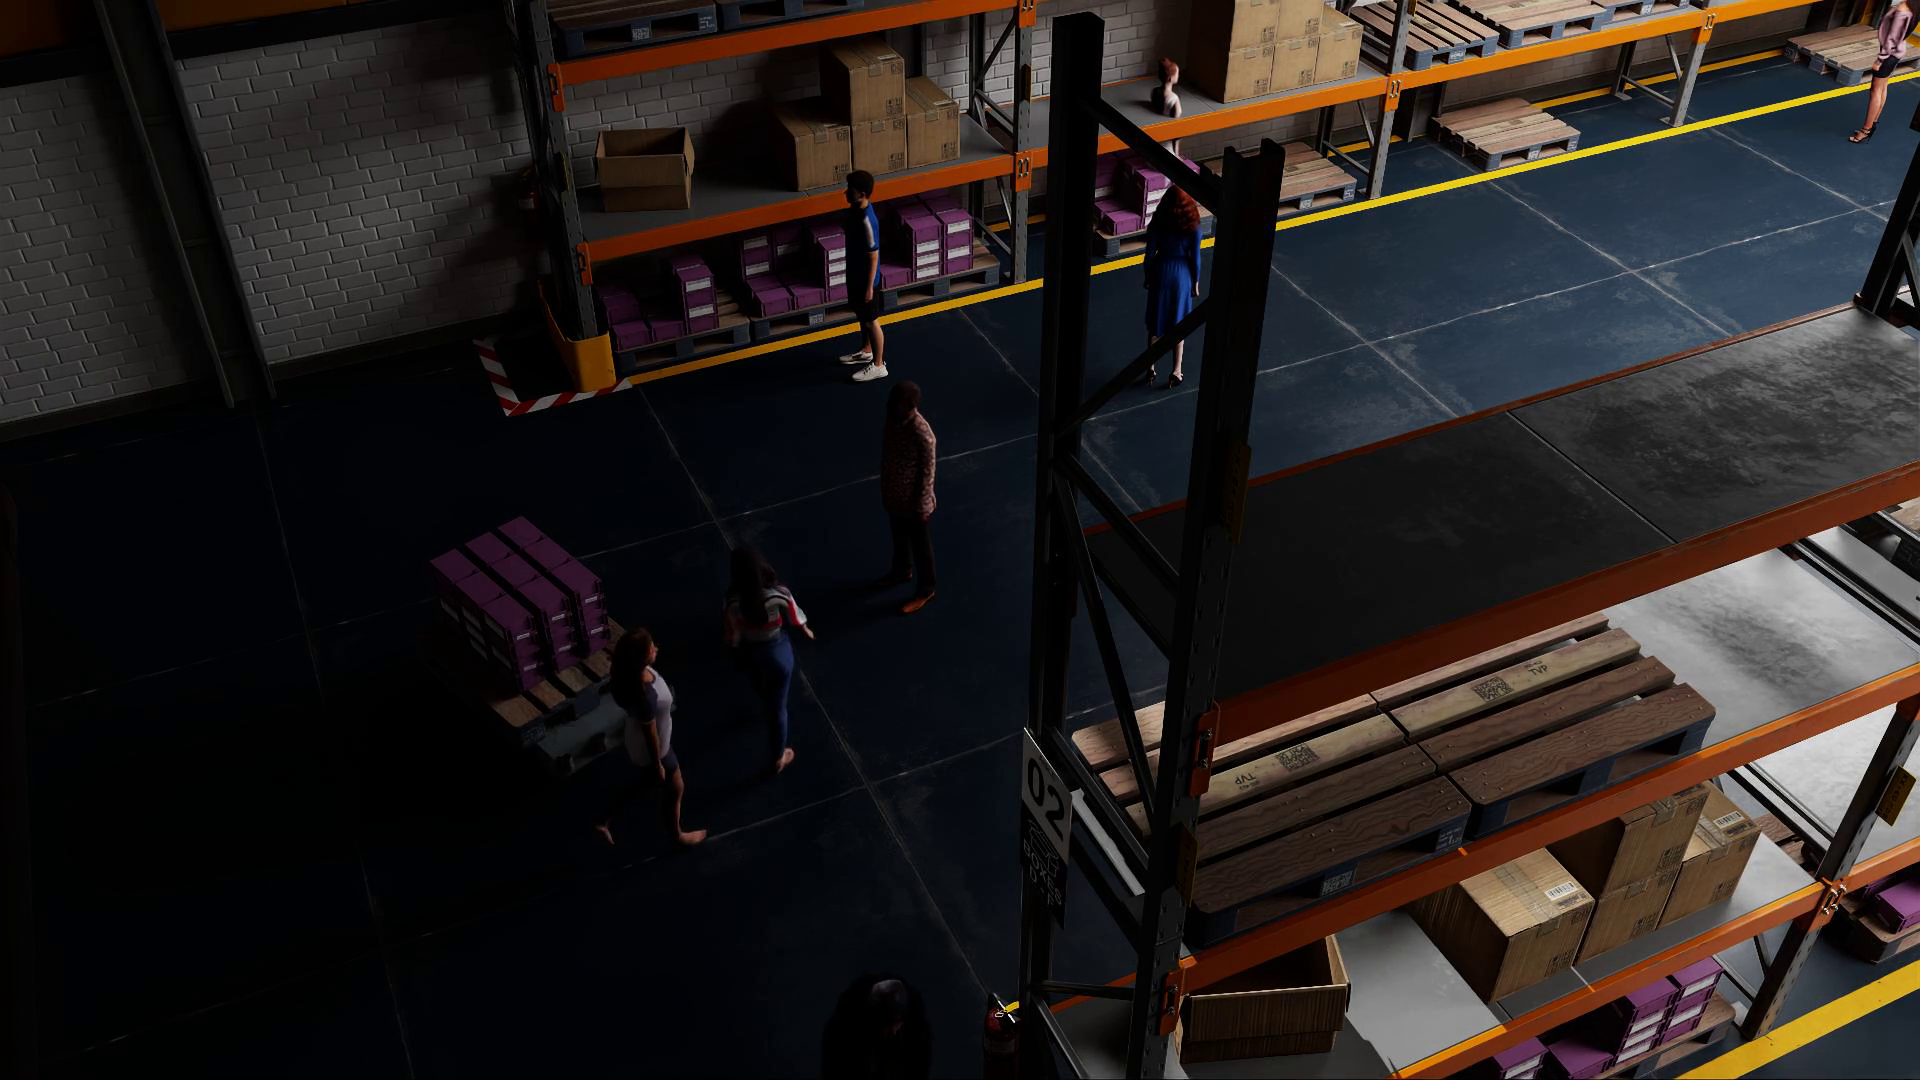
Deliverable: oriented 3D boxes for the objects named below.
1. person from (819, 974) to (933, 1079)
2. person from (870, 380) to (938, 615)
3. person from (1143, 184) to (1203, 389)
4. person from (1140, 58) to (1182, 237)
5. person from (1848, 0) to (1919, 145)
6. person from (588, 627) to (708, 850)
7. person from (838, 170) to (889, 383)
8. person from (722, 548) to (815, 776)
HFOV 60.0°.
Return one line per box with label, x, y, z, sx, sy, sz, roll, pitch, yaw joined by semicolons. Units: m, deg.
person;-0.386;2.550;7.944;1.071;1.635;0.992;-1;39;-1
person;-0.352;-0.332;11.414;0.649;1.808;0.717;-24;44;-27
person;1.709;-2.063;13.566;0.708;1.827;0.774;11;40;14
person;1.868;-3.647;15.578;0.519;1.791;0.569;-19;43;-23
person;9.651;-5.004;17.262;0.749;1.812;0.602;29;47;32
person;-1.869;1.205;9.567;0.902;1.712;0.621;-14;41;-16
person;-0.791;-2.188;13.692;0.586;1.866;0.661;-13;40;-16
person;-1.213;0.768;10.229;1.083;1.569;1.003;2;39;2
